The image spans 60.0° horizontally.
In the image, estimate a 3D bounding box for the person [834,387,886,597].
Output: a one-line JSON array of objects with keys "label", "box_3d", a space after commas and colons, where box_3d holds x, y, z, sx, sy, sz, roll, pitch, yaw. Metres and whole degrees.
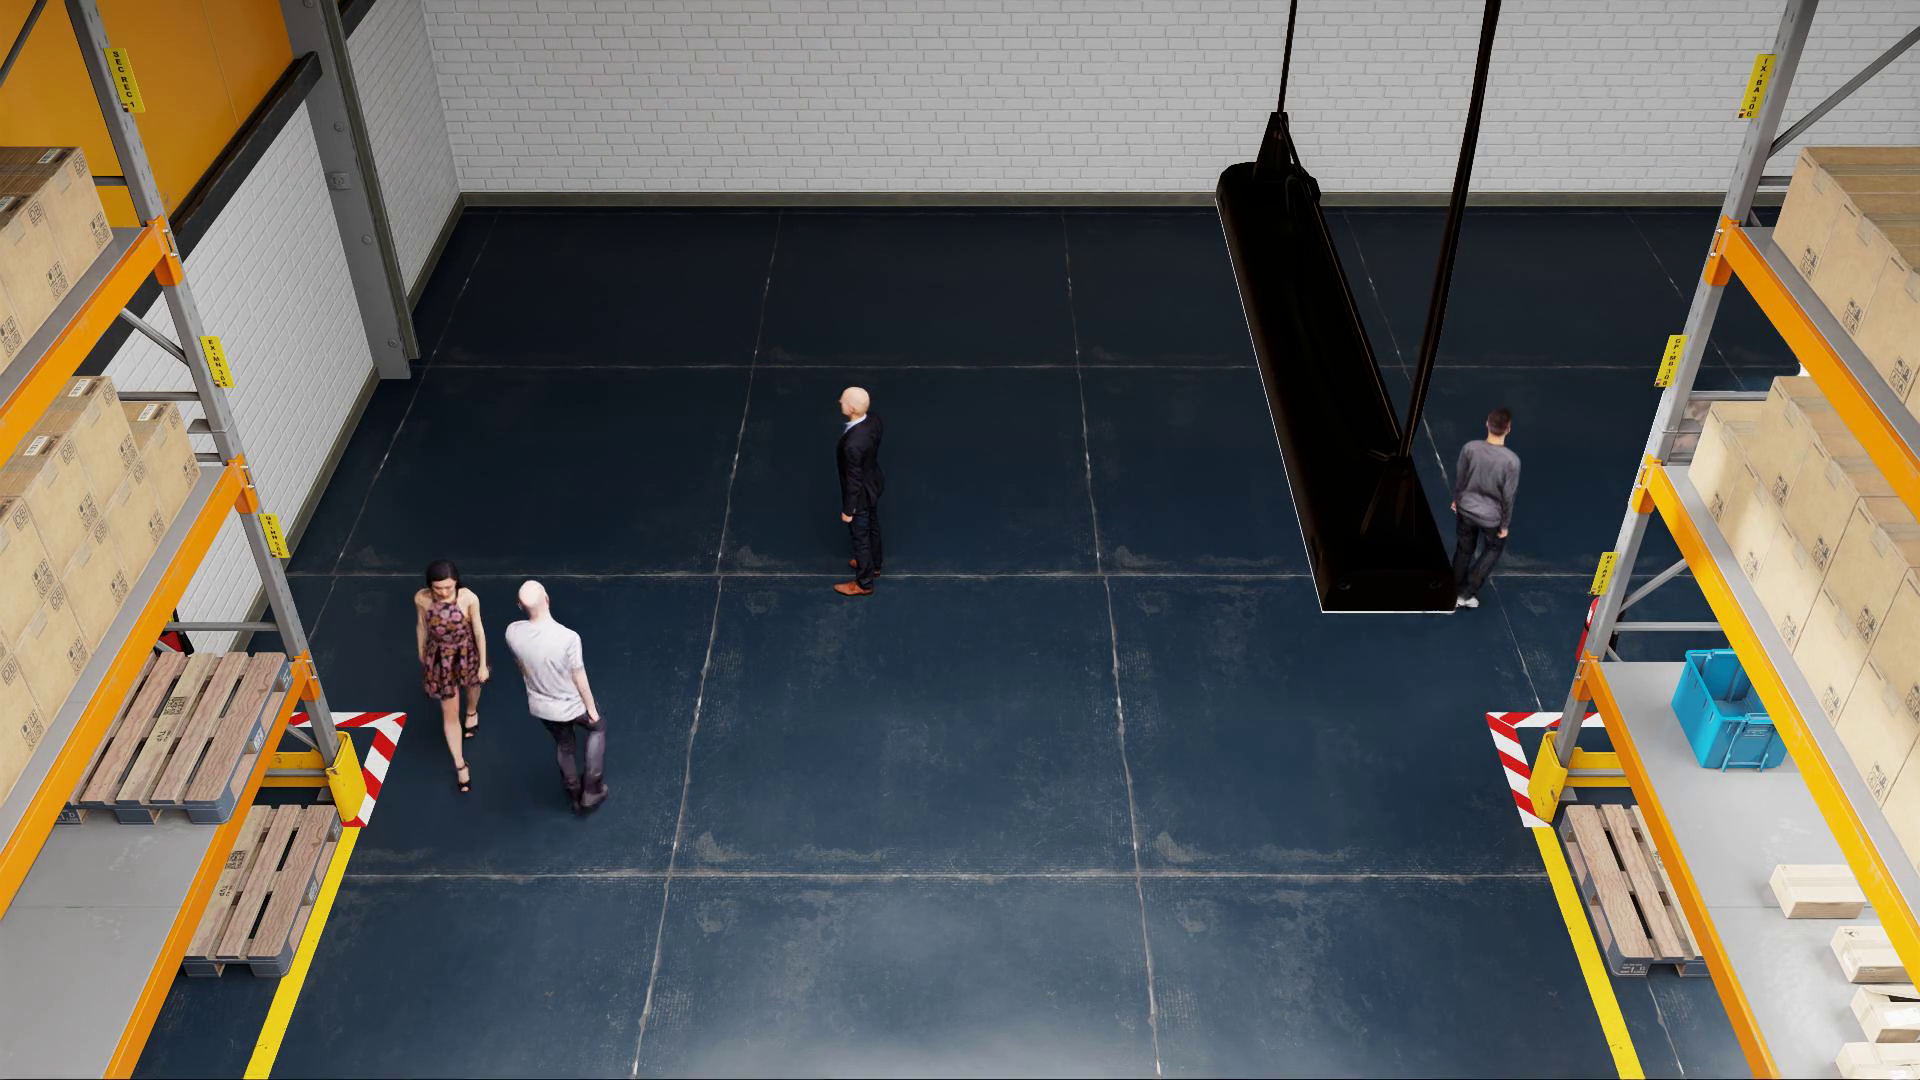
[{"label": "person", "box_3d": [-0.734, -0.373, 12.350, 0.798, 1.801, 0.628, 10, 40, 13]}]

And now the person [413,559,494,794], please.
[{"label": "person", "box_3d": [-3.310, 0.738, 11.019, 0.752, 1.724, 1.065, -4, 39, -5]}]

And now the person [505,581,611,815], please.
[{"label": "person", "box_3d": [-2.576, 1.082, 10.521, 0.802, 1.809, 0.758, 13, 40, 16]}]

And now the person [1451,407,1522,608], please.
[{"label": "person", "box_3d": [3.779, -0.169, 12.130, 0.769, 1.756, 0.814, 25, 45, 28]}]
